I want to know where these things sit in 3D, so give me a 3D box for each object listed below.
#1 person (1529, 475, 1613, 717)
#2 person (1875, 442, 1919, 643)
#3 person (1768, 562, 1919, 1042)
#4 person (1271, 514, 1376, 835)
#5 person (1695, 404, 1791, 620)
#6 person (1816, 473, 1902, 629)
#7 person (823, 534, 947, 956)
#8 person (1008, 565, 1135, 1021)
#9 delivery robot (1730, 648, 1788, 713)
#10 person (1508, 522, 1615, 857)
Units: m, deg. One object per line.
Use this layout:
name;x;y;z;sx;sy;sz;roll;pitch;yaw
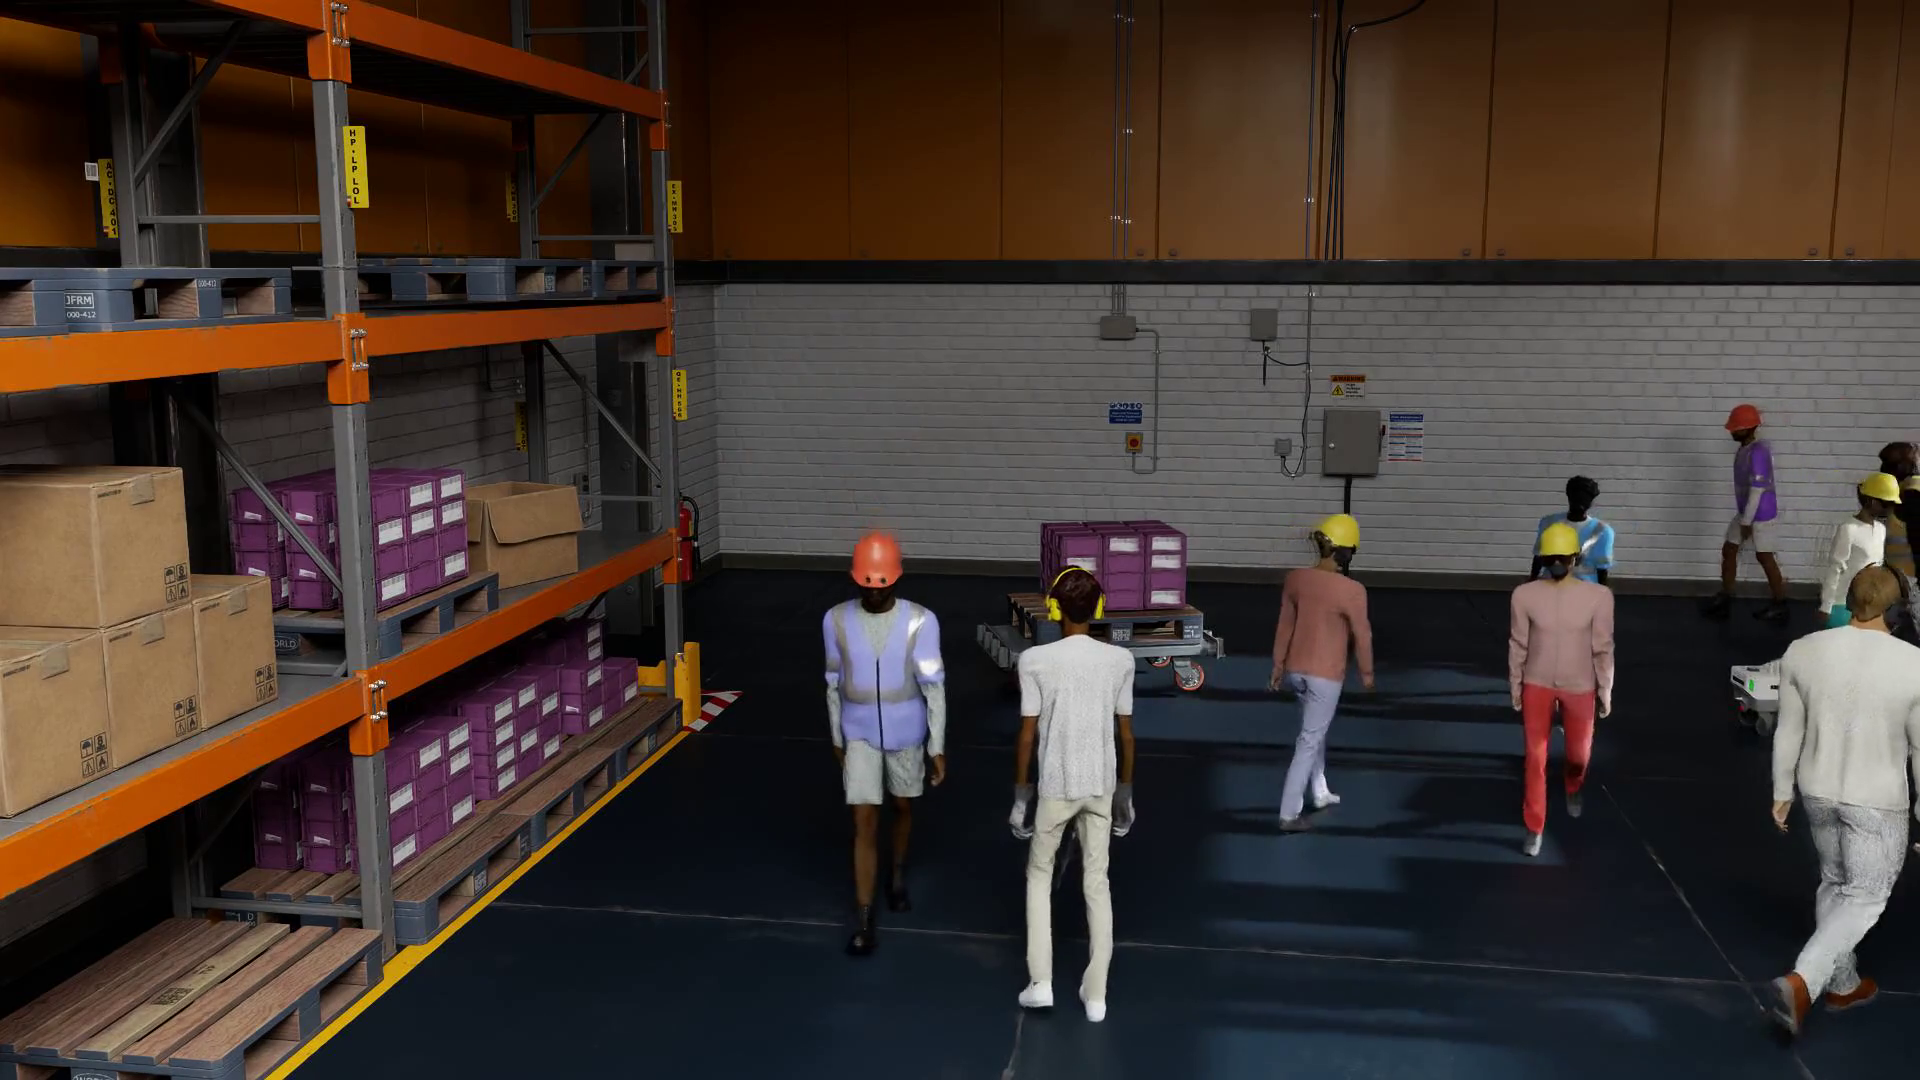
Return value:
person;4.248;0.355;11.485;0.771;1.662;0.551;-9;13;-44
person;6.822;0.180;12.162;0.913;1.789;0.659;6;11;32
person;3.488;1.036;6.561;0.858;1.911;0.633;-7;11;-35
person;2.004;0.716;9.021;0.774;1.731;0.529;-7;11;-36
person;6.825;-0.233;14.391;0.886;1.881;0.562;1;9;6
person;5.809;0.423;10.824;0.555;1.747;0.469;-7;12;-37
person;-0.340;0.891;7.544;0.570;1.872;1.017;0;9;2
person;0.455;1.033;6.773;0.536;1.841;0.431;-2;9;-12
delivery robot;5.452;0.953;10.901;0.707;0.478;0.477;0;9;2
person;3.164;0.749;8.783;0.530;1.743;0.665;4;10;21
